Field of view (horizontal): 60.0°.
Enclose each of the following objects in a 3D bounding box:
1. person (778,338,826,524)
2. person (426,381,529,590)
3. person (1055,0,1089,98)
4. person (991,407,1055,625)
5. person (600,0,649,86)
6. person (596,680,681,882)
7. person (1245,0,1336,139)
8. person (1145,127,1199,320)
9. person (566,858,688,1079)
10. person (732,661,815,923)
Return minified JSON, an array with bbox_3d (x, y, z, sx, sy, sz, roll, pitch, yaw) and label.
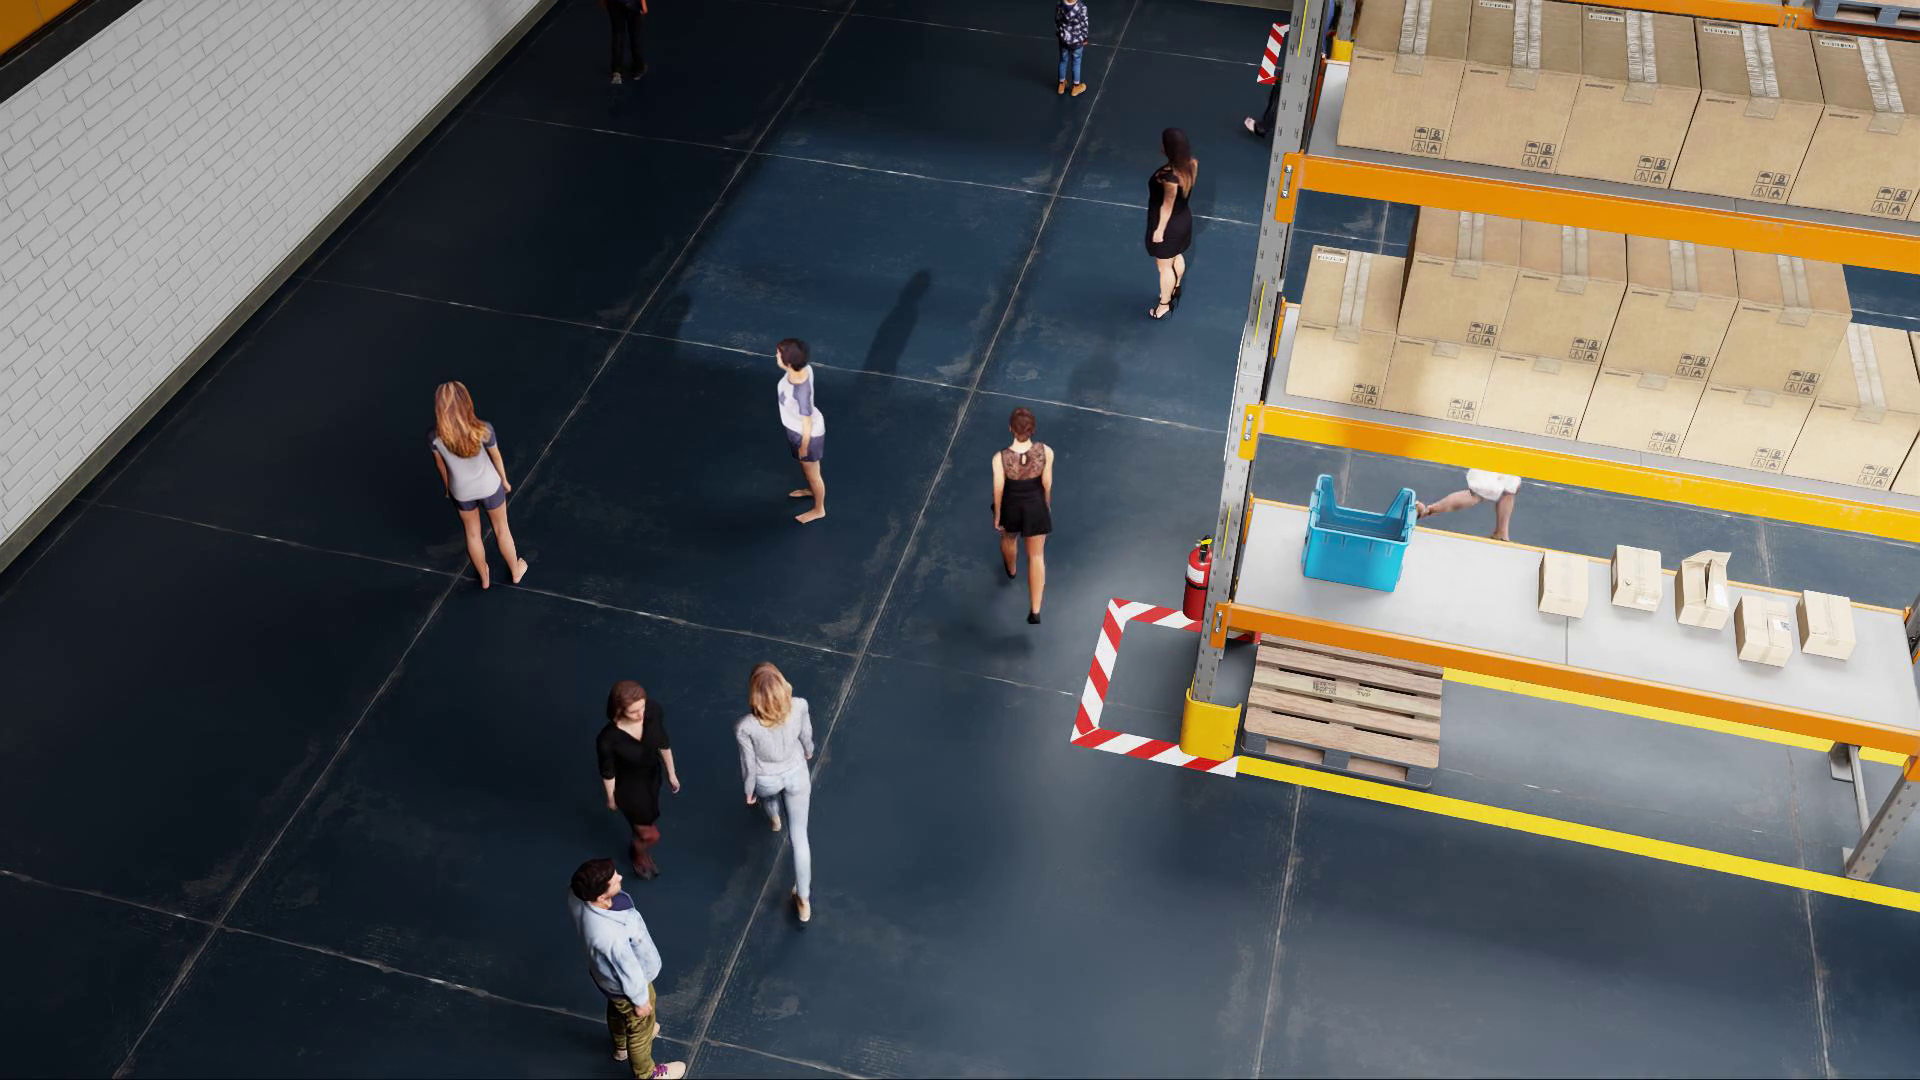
[{"bbox_3d":[-1.109,-0.806,11.804,0.653,1.565,0.643,-7,44,-7],"label":"person"},{"bbox_3d":[-3.265,-0.353,11.207,0.616,1.733,0.733,-6,44,-7],"label":"person"},{"bbox_3d":[1.098,-4.998,16.431,0.478,1.251,0.580,17,46,17],"label":"person"},{"bbox_3d":[0.429,-0.151,11.056,1.064,1.647,0.843,-2,44,-3],"label":"person"},{"bbox_3d":[-3.352,-5.289,16.356,0.872,1.776,0.767,6,44,7],"label":"person"},{"bbox_3d":[-1.895,1.330,9.470,0.693,1.691,0.673,29,51,27],"label":"person"},{"bbox_3d":[3.276,-4.360,15.353,1.315,1.815,1.073,34,53,30],"label":"person"},{"bbox_3d":[1.724,-2.574,13.550,0.673,1.716,0.718,20,47,20],"label":"person"},{"bbox_3d":[-1.732,2.198,8.472,0.820,1.811,0.739,-25,49,-24],"label":"person"},{"bbox_3d":[-0.981,1.417,9.343,1.196,1.740,1.135,-14,45,-15],"label":"person"}]
